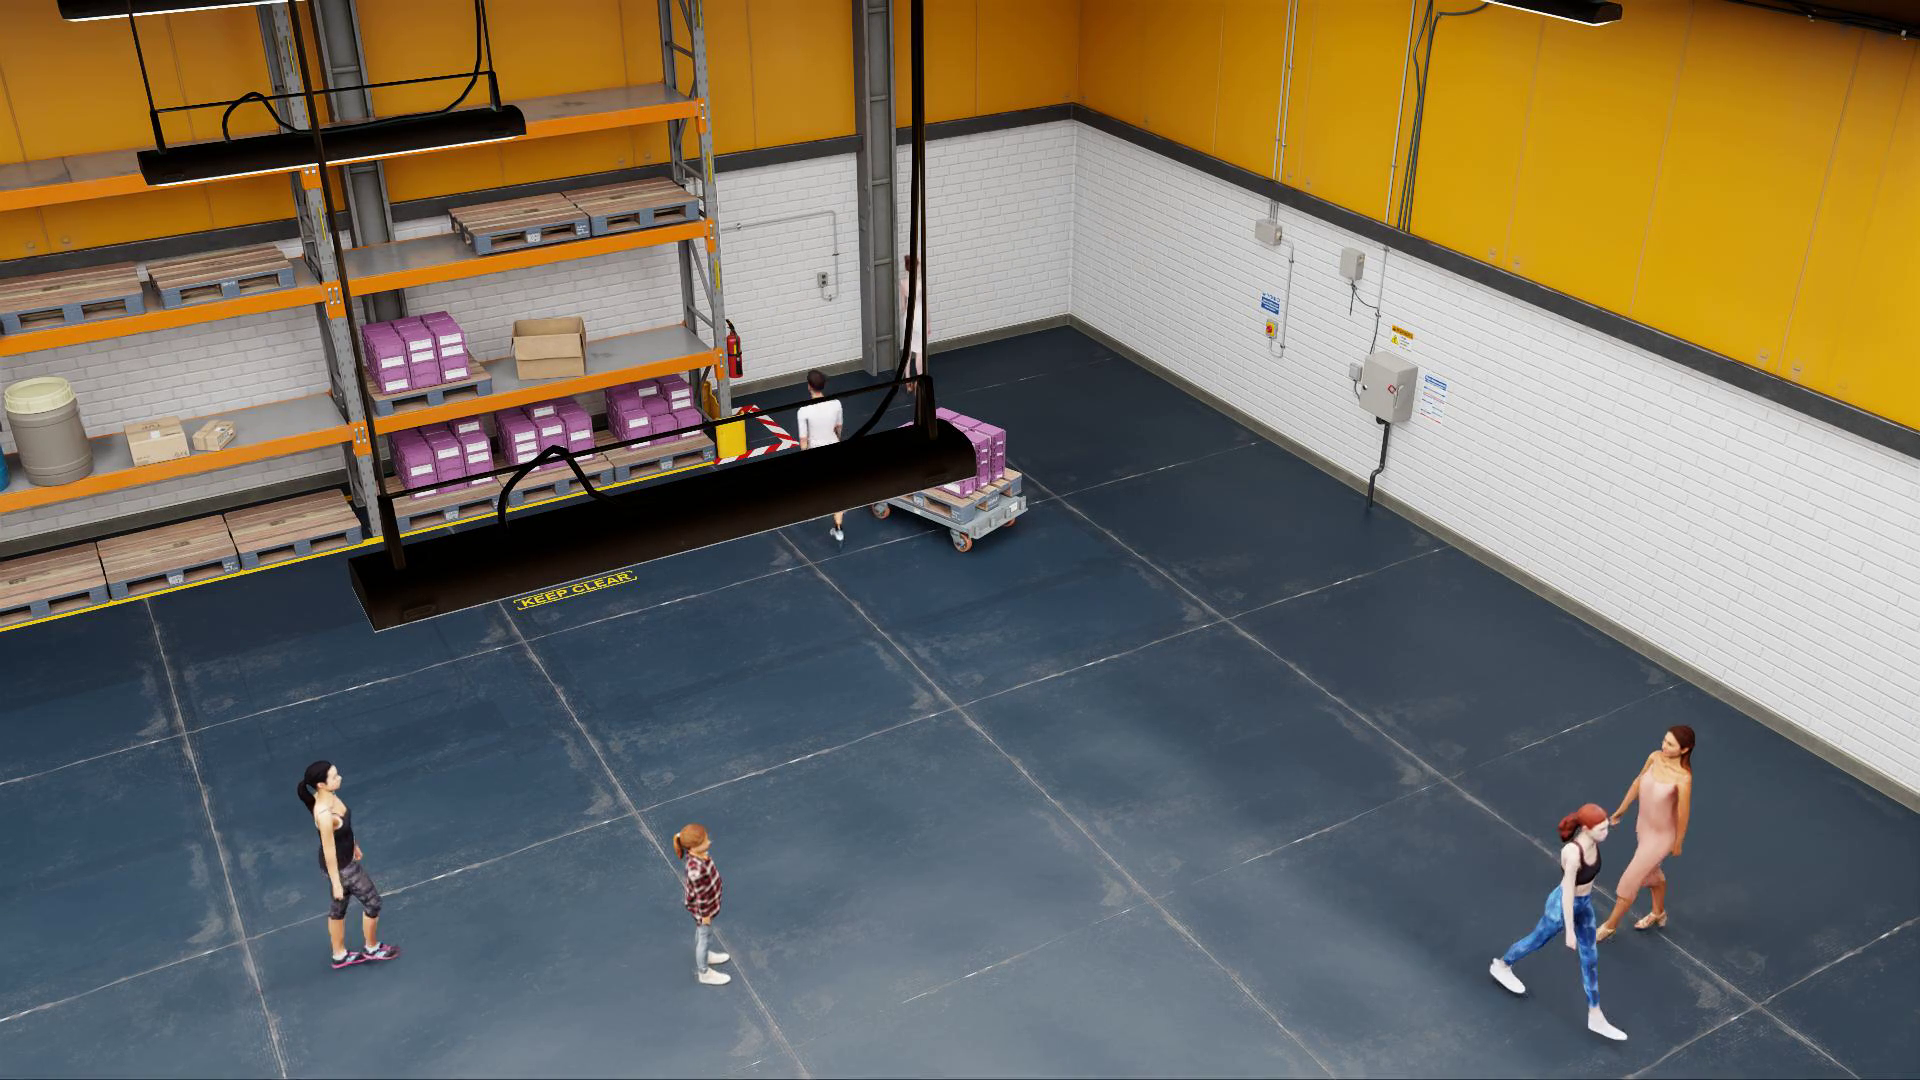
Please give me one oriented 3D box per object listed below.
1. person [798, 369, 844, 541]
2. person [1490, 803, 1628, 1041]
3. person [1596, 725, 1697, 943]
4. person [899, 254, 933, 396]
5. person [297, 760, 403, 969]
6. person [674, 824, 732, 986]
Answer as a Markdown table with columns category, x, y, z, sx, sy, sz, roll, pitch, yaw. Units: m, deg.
| category | x | y | z | sx | sy | sz | roll | pitch | yaw |
| --- | --- | --- | --- | --- | --- | --- | --- | --- | --- |
| person | -1.369 | -0.847 | 17.151 | 1.142 | 1.814 | 0.829 | -12 | 31 | -21 |
| person | 3.982 | 2.475 | 11.145 | 1.209 | 1.732 | 0.838 | -24 | 37 | -37 |
| person | 5.023 | 2.071 | 11.811 | 0.999 | 1.805 | 0.802 | -4 | 29 | -6 |
| person | -0.572 | -2.645 | 20.465 | 0.632 | 1.795 | 0.603 | 21 | 35 | 33 |
| person | -4.393 | 2.280 | 11.518 | 0.737 | 1.717 | 0.645 | -11 | 30 | -19 |
| person | -1.794 | 2.501 | 11.543 | 0.624 | 1.306 | 0.601 | -4 | 29 | -7 |
